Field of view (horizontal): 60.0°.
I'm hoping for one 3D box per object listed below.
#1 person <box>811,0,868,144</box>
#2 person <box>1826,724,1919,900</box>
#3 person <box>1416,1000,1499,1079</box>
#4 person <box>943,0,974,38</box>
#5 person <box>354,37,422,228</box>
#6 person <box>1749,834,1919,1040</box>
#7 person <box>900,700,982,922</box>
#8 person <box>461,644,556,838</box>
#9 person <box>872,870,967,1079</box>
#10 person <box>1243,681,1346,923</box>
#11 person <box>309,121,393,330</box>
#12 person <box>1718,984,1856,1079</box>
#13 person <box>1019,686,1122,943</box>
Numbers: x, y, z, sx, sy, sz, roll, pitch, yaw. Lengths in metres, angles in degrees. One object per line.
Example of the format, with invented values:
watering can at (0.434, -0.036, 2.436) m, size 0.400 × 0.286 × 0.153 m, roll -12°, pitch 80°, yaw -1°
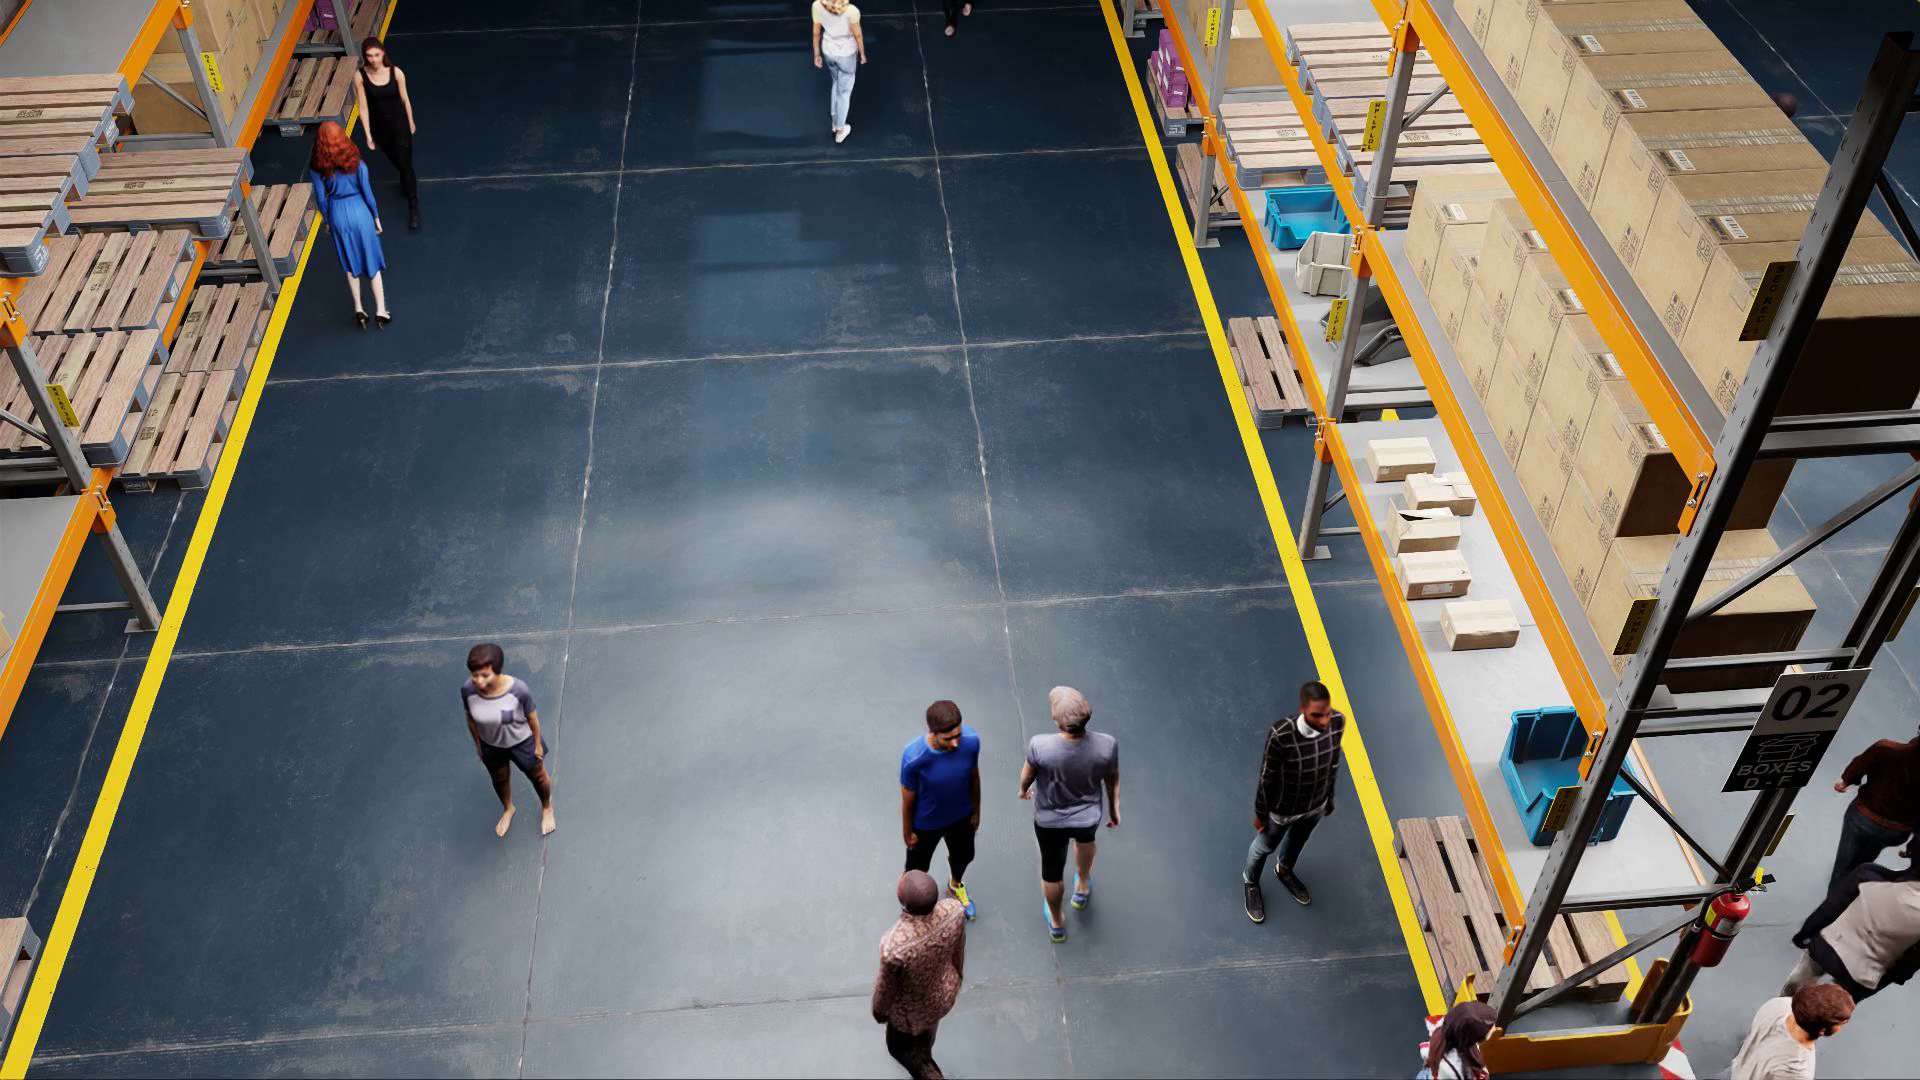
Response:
person at (-1.153, -4.480, 15.554) m, size 0.743 × 1.714 × 0.771 m, roll 14°, pitch 45°, yaw 15°
person at (5.025, 1.624, 9.123) m, size 0.934 × 1.747 × 1.086 m, roll 17°, pitch 46°, yaw 17°
person at (2.254, 2.734, 8.070) m, size 0.675 × 1.592 × 0.853 m, roll -2°, pitch 44°, yaw -2°
person at (0.012, -6.164, 17.432) m, size 0.821 × 1.562 × 1.103 m, roll 6°, pitch 44°, yaw 6°
person at (-5.073, -3.699, 14.783) m, size 0.651 × 1.647 × 1.148 m, roll -8°, pitch 44°, yaw -8°
person at (4.508, 2.182, 8.449) m, size 0.886 × 1.869 × 0.948 m, roll 27°, pitch 50°, yaw 26°
person at (-0.116, 1.493, 9.181) m, size 0.681 × 1.857 × 0.663 m, roll -15°, pitch 46°, yaw -15°
person at (-2.649, 1.155, 9.747) m, size 0.581 × 1.565 × 0.548 m, roll 0°, pitch 44°, yaw 0°
person at (-0.156, 2.324, 8.359) m, size 1.037 × 1.787 × 1.131 m, roll -33°, pitch 53°, yaw -30°
person at (1.859, 1.419, 9.284) m, size 0.718 × 1.821 × 0.661 m, roll -15°, pitch 46°, yaw -15°
person at (-4.904, -2.502, 13.406) m, size 0.615 × 1.814 × 0.611 m, roll -6°, pitch 44°, yaw -6°
person at (3.680, 2.660, 7.956) m, size 0.942 × 1.857 × 1.214 m, roll 6°, pitch 44°, yaw 7°
person at (0.606, 1.574, 9.095) m, size 0.682 × 1.858 × 0.677 m, roll -3°, pitch 44°, yaw -4°
